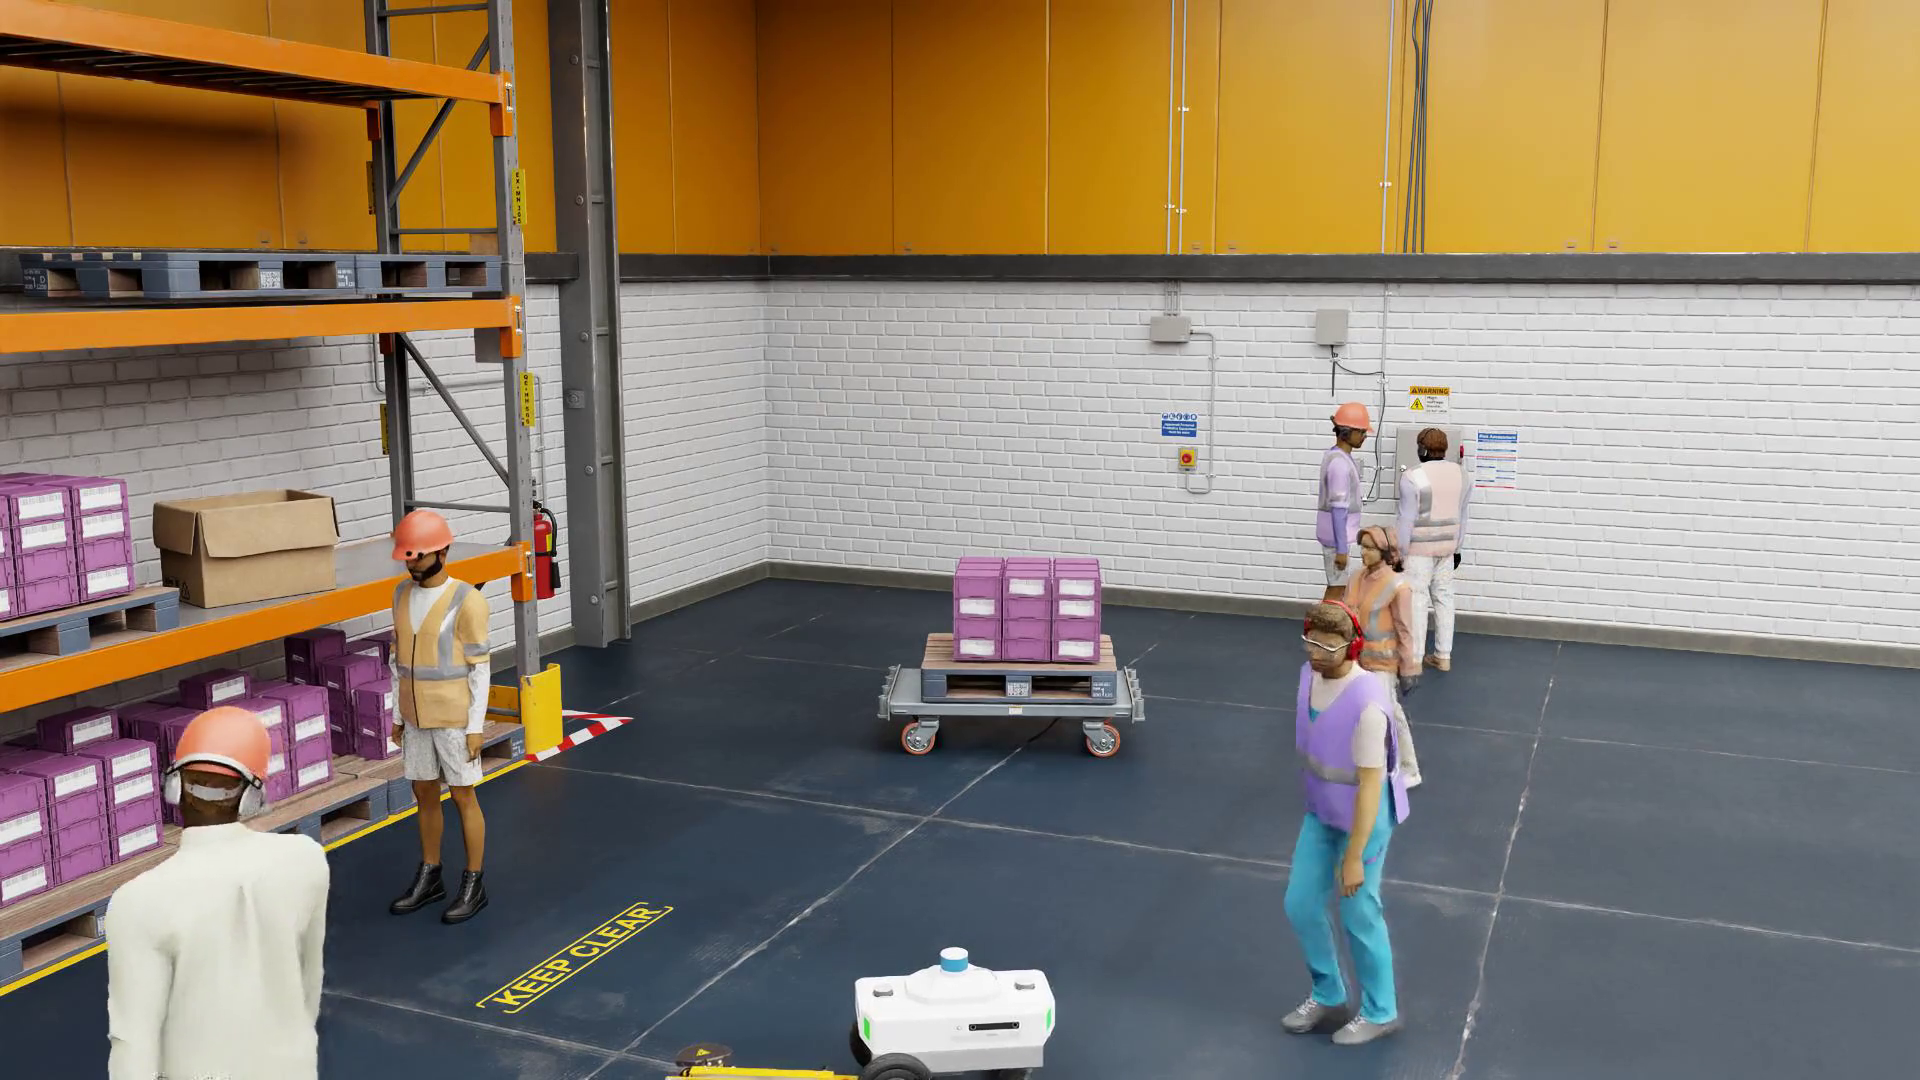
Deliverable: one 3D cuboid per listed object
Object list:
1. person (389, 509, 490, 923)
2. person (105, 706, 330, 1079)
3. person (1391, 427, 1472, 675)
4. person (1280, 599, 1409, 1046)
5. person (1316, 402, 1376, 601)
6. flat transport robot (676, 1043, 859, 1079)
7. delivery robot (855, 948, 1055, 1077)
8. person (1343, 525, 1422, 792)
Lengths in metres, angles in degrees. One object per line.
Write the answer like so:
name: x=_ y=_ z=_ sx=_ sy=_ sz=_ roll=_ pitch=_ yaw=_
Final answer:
person: x=-2.430 y=0.810 z=7.701 sx=0.543 sy=1.934 sz=0.368 roll=4 pitch=10 yaw=24
person: x=-1.884 y=1.397 z=4.240 sx=0.932 sy=1.929 sz=0.631 roll=7 pitch=11 yaw=35
person: x=3.481 y=0.080 z=12.402 sx=0.636 sy=1.842 sz=0.429 roll=-4 pitch=10 yaw=-24
person: x=1.492 y=1.093 z=6.361 sx=0.543 sy=1.801 sz=0.581 roll=-3 pitch=10 yaw=-19
person: x=2.867 y=-0.019 z=12.439 sx=0.408 sy=2.033 sz=0.607 roll=2 pitch=10 yaw=11
flat transport robot: x=-0.732 y=2.031 z=5.326 sx=0.652 sy=0.197 sz=1.431 roll=1 pitch=9 yaw=4
delivery robot: x=-0.019 y=1.725 z=6.037 sx=0.707 sy=0.478 sz=0.477 roll=-1 pitch=9 yaw=-7
person: x=2.314 y=0.706 z=9.340 sx=0.875 sy=1.594 sz=0.508 roll=-3 pitch=10 yaw=-20
